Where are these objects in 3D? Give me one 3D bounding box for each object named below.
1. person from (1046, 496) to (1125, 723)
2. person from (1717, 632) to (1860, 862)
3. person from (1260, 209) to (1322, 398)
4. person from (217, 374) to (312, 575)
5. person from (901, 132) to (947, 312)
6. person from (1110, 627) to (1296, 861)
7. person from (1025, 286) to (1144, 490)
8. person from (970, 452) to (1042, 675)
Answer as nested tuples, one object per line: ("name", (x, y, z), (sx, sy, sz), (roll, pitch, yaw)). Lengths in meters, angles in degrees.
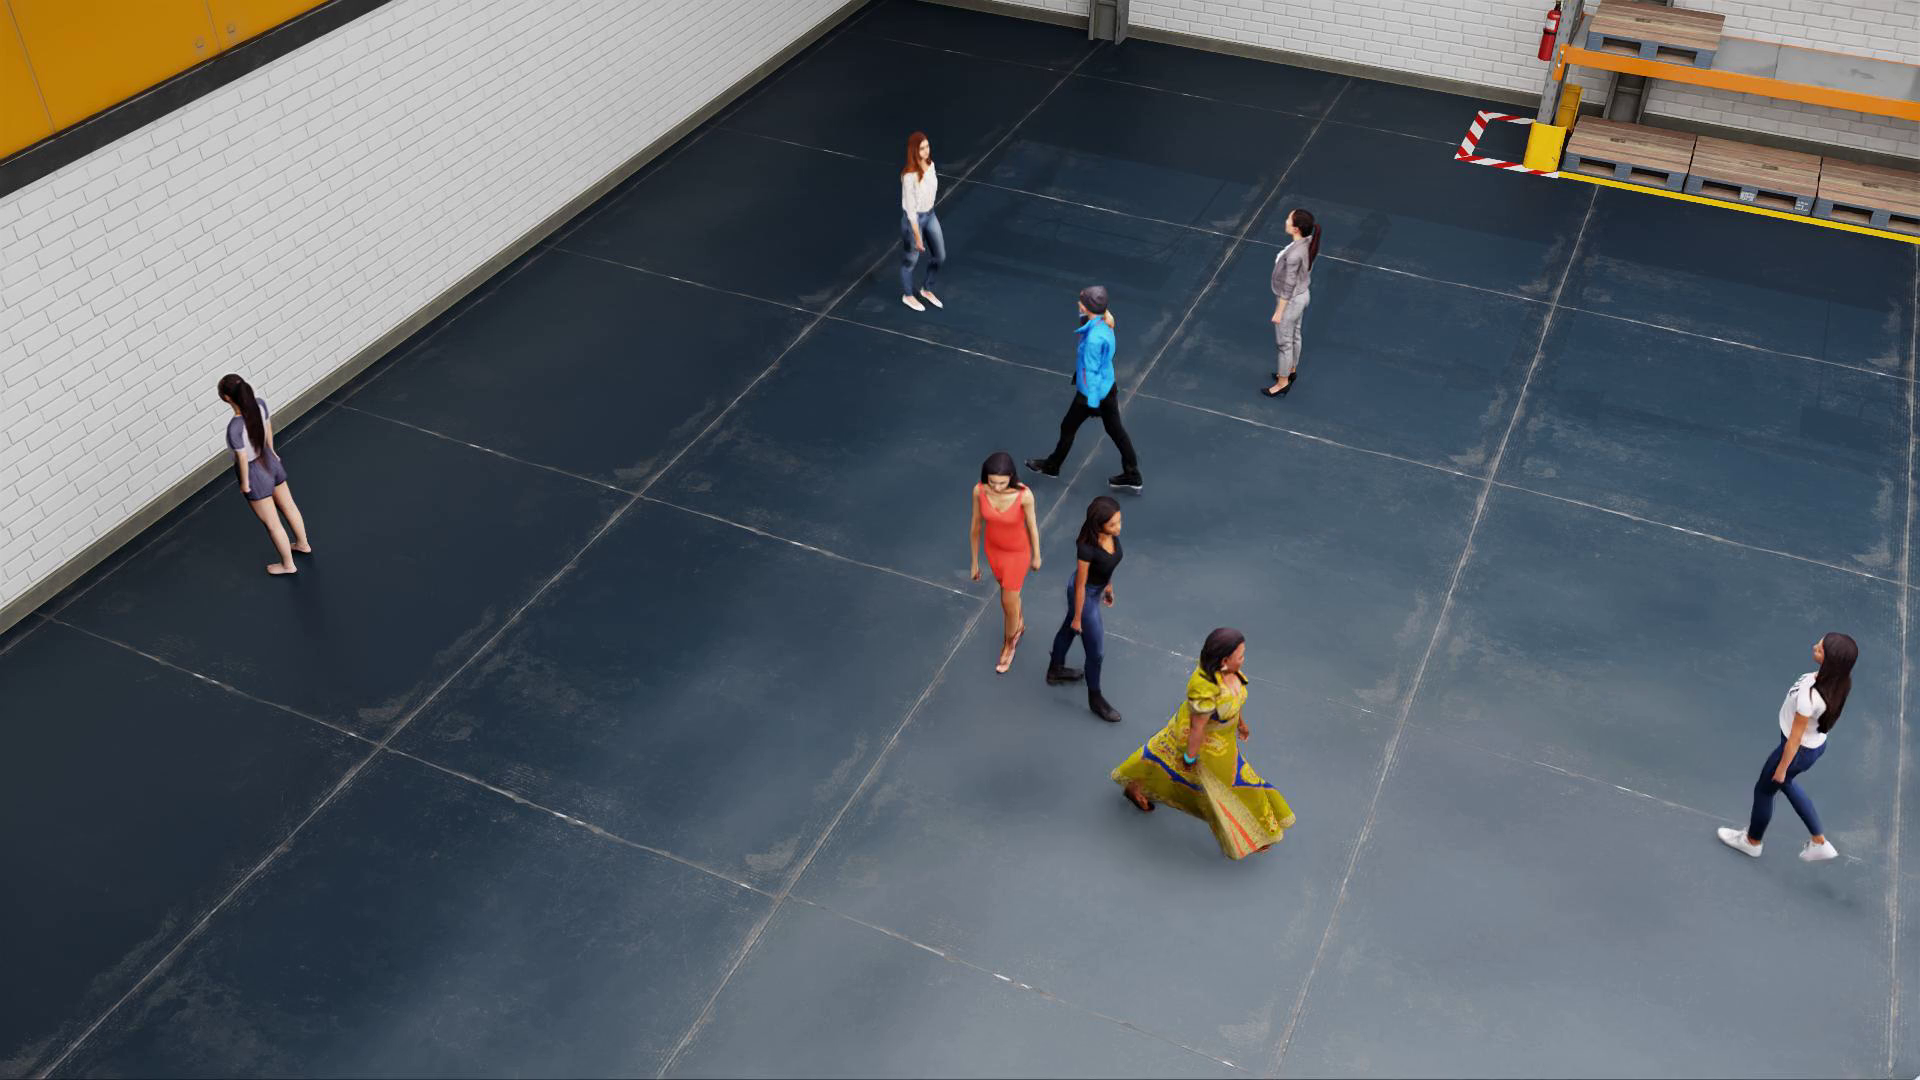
("person", (0.777, 0.369, 10.726), (0.818, 1.707, 0.555), (13, 40, 15))
("person", (4.906, 1.256, 9.573), (0.799, 1.758, 0.954), (-29, 47, -31))
("person", (2.717, -1.940, 13.641), (0.593, 1.677, 0.635), (19, 43, 23))
("person", (-4.956, -0.479, 11.833), (0.587, 1.650, 0.637), (8, 39, 10))
("person", (-0.430, -2.828, 14.722), (0.683, 1.714, 0.729), (-31, 48, -33))
("person", (1.360, 1.147, 9.836), (1.402, 1.600, 0.792), (14, 41, 17))
("person", (1.114, -1.095, 12.526), (1.156, 1.748, 0.664), (14, 41, 17))
("person", (0.341, 0.036, 11.156), (0.695, 1.689, 0.673), (12, 40, 15))
